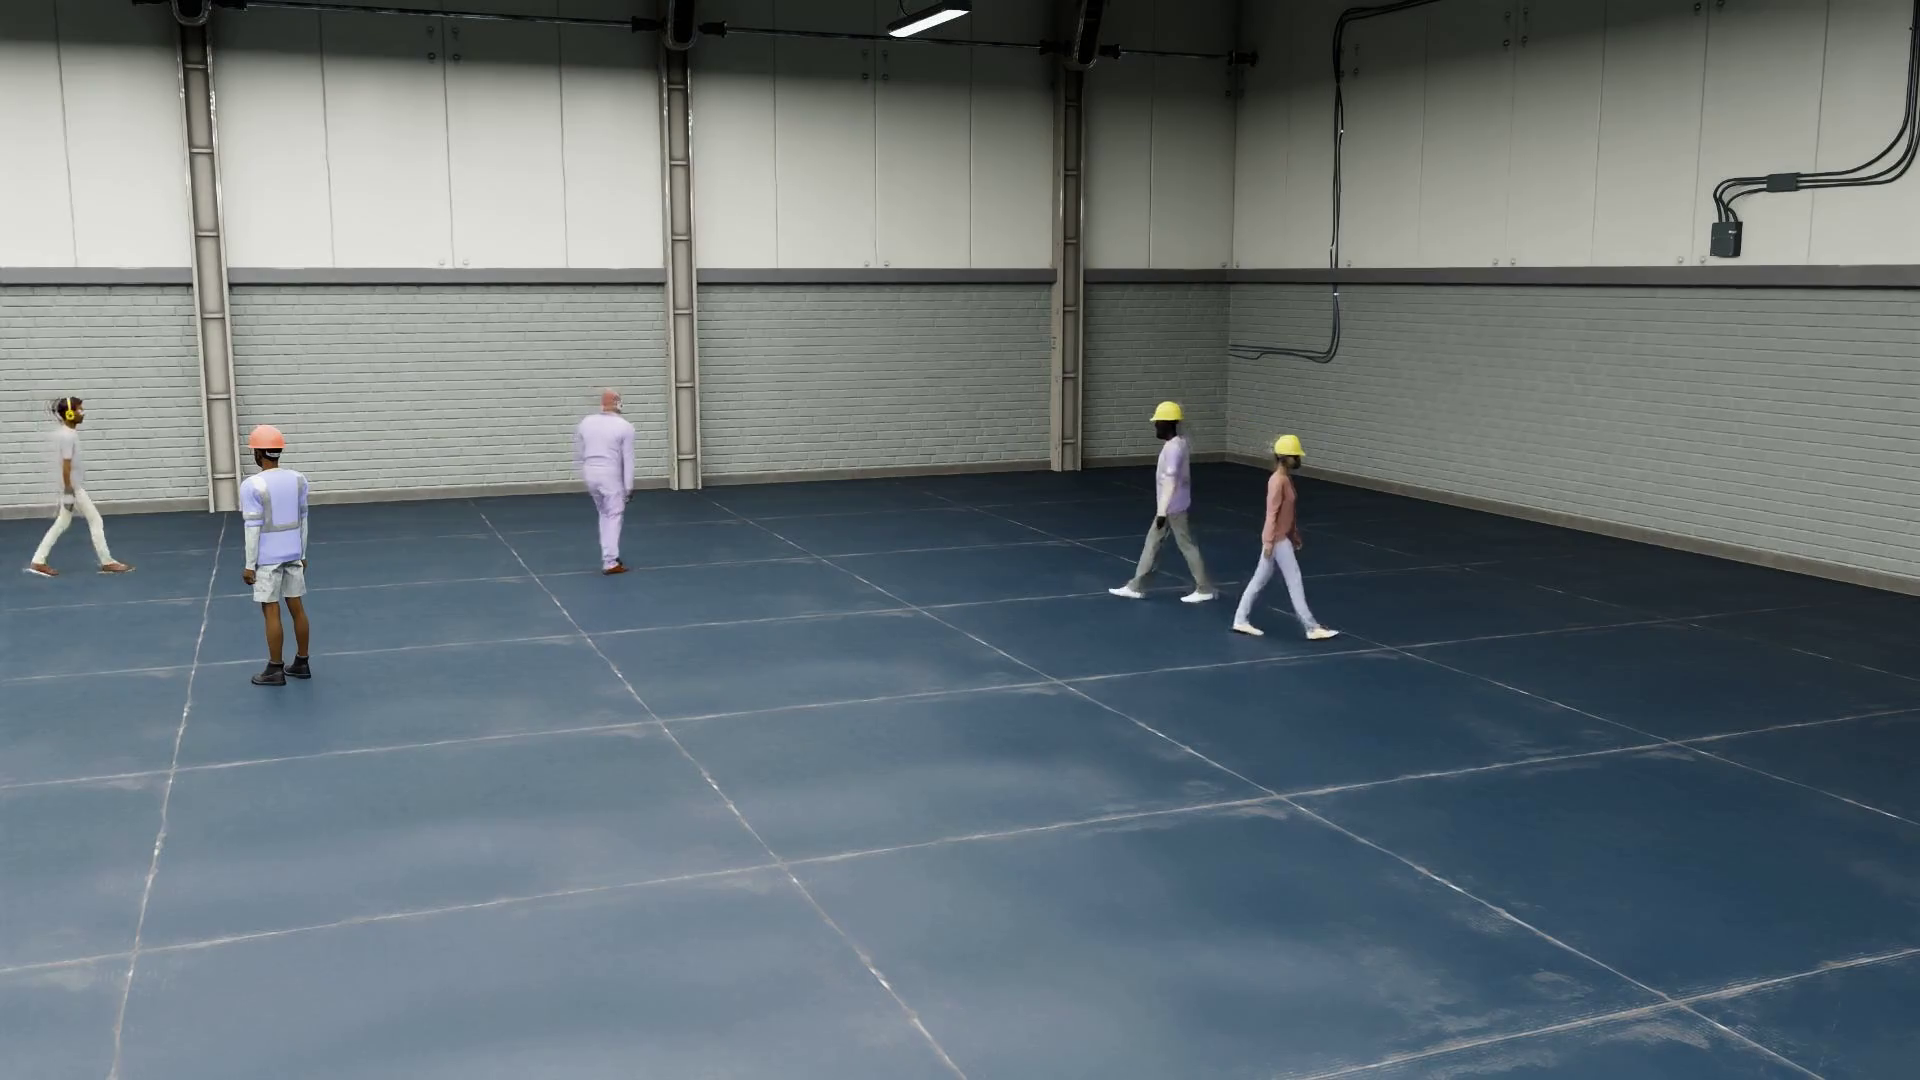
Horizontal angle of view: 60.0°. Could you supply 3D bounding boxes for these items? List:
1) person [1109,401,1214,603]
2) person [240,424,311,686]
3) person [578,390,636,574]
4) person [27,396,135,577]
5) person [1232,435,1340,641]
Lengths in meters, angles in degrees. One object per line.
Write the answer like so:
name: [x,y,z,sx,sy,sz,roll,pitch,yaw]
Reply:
person: [1.915,-0.342,15.381,0.980,1.871,0.604,1,9,4]
person: [-5.082,0.113,12.330,0.357,1.938,0.545,5,10,27]
person: [-3.605,-0.595,17.057,0.662,1.858,0.672,3,10,21]
person: [-8.973,-0.537,16.782,0.953,1.832,0.535,-6,11,-34]
person: [2.698,-0.021,13.839,0.903,1.712,0.542,3,9,17]
